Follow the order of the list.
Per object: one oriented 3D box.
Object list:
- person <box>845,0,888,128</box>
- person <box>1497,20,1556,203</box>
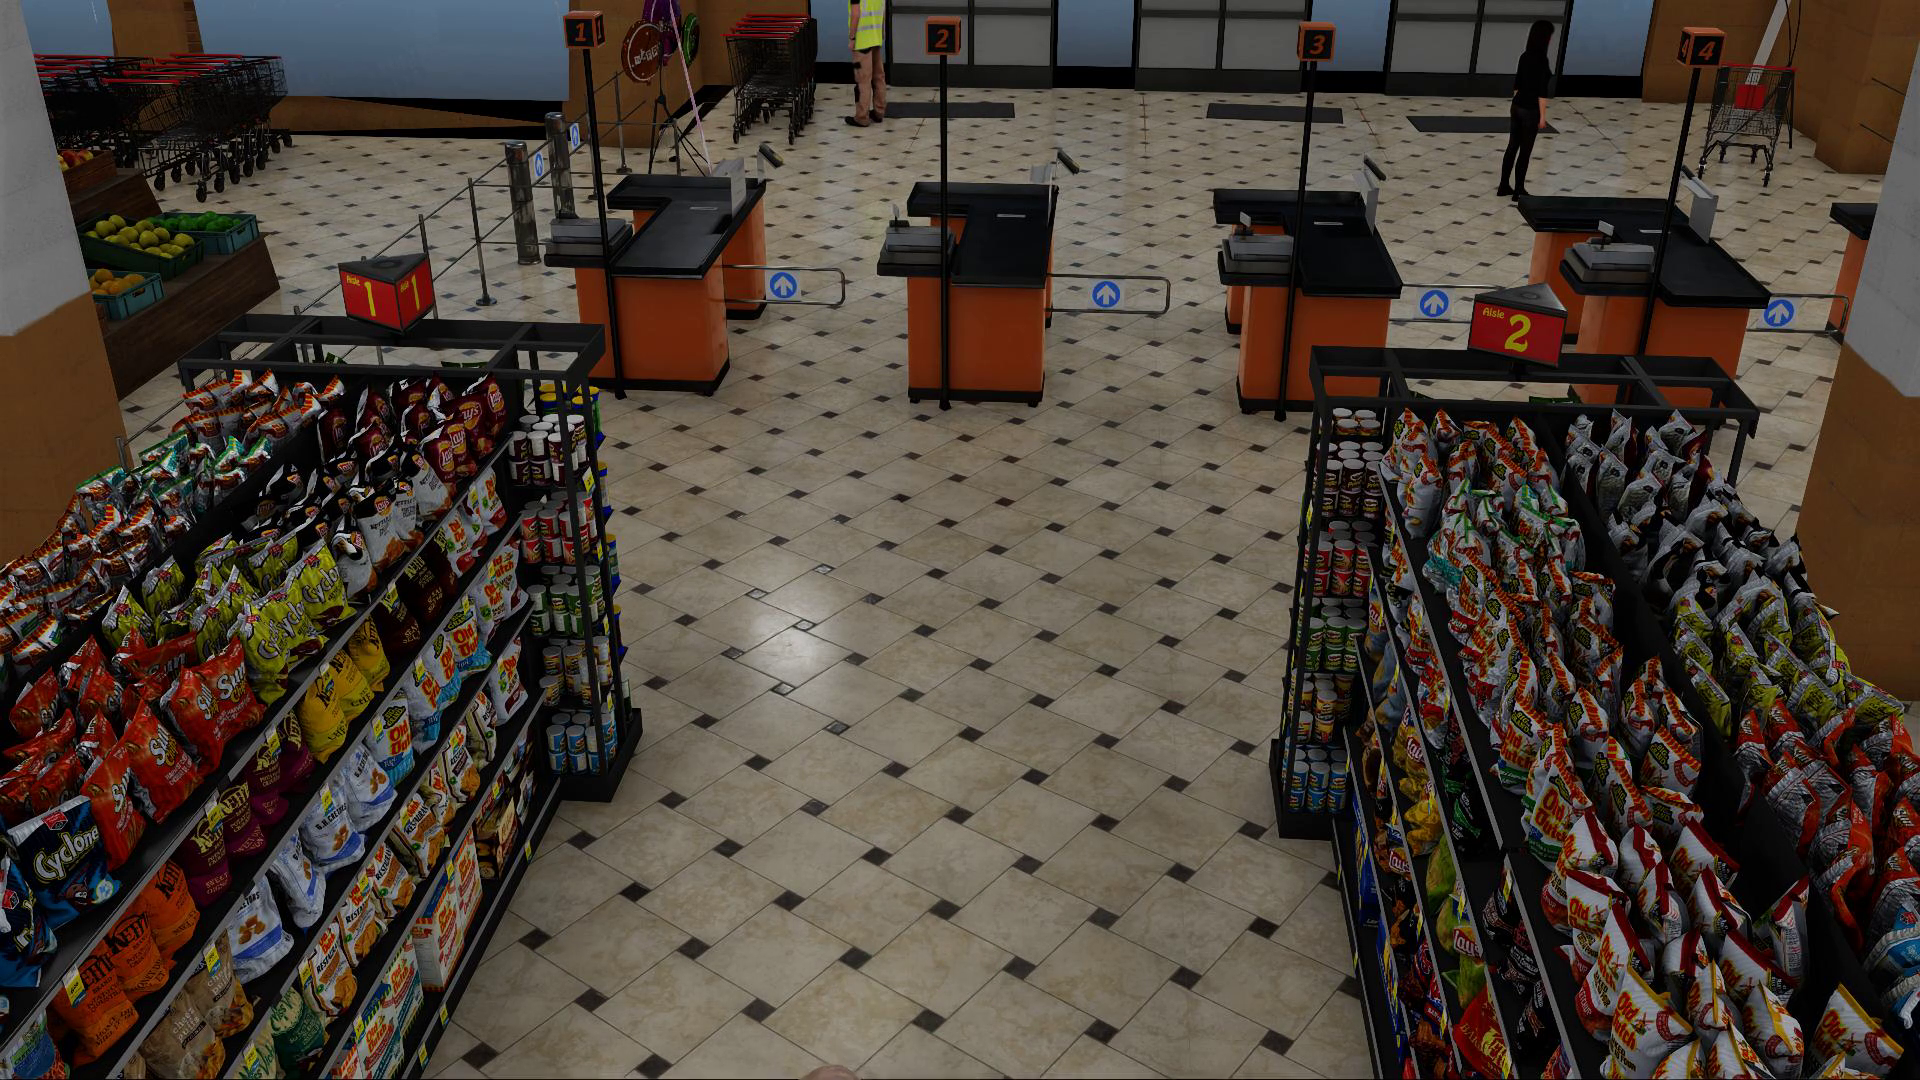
[{"bbox_3d":[-1.033,-5.504,18.285,0.912,1.847,0.841,21,34,36],"label":"person"},{"bbox_3d":[5.311,-4.023,15.593,0.719,1.641,0.588,-9,28,-18],"label":"person"}]
